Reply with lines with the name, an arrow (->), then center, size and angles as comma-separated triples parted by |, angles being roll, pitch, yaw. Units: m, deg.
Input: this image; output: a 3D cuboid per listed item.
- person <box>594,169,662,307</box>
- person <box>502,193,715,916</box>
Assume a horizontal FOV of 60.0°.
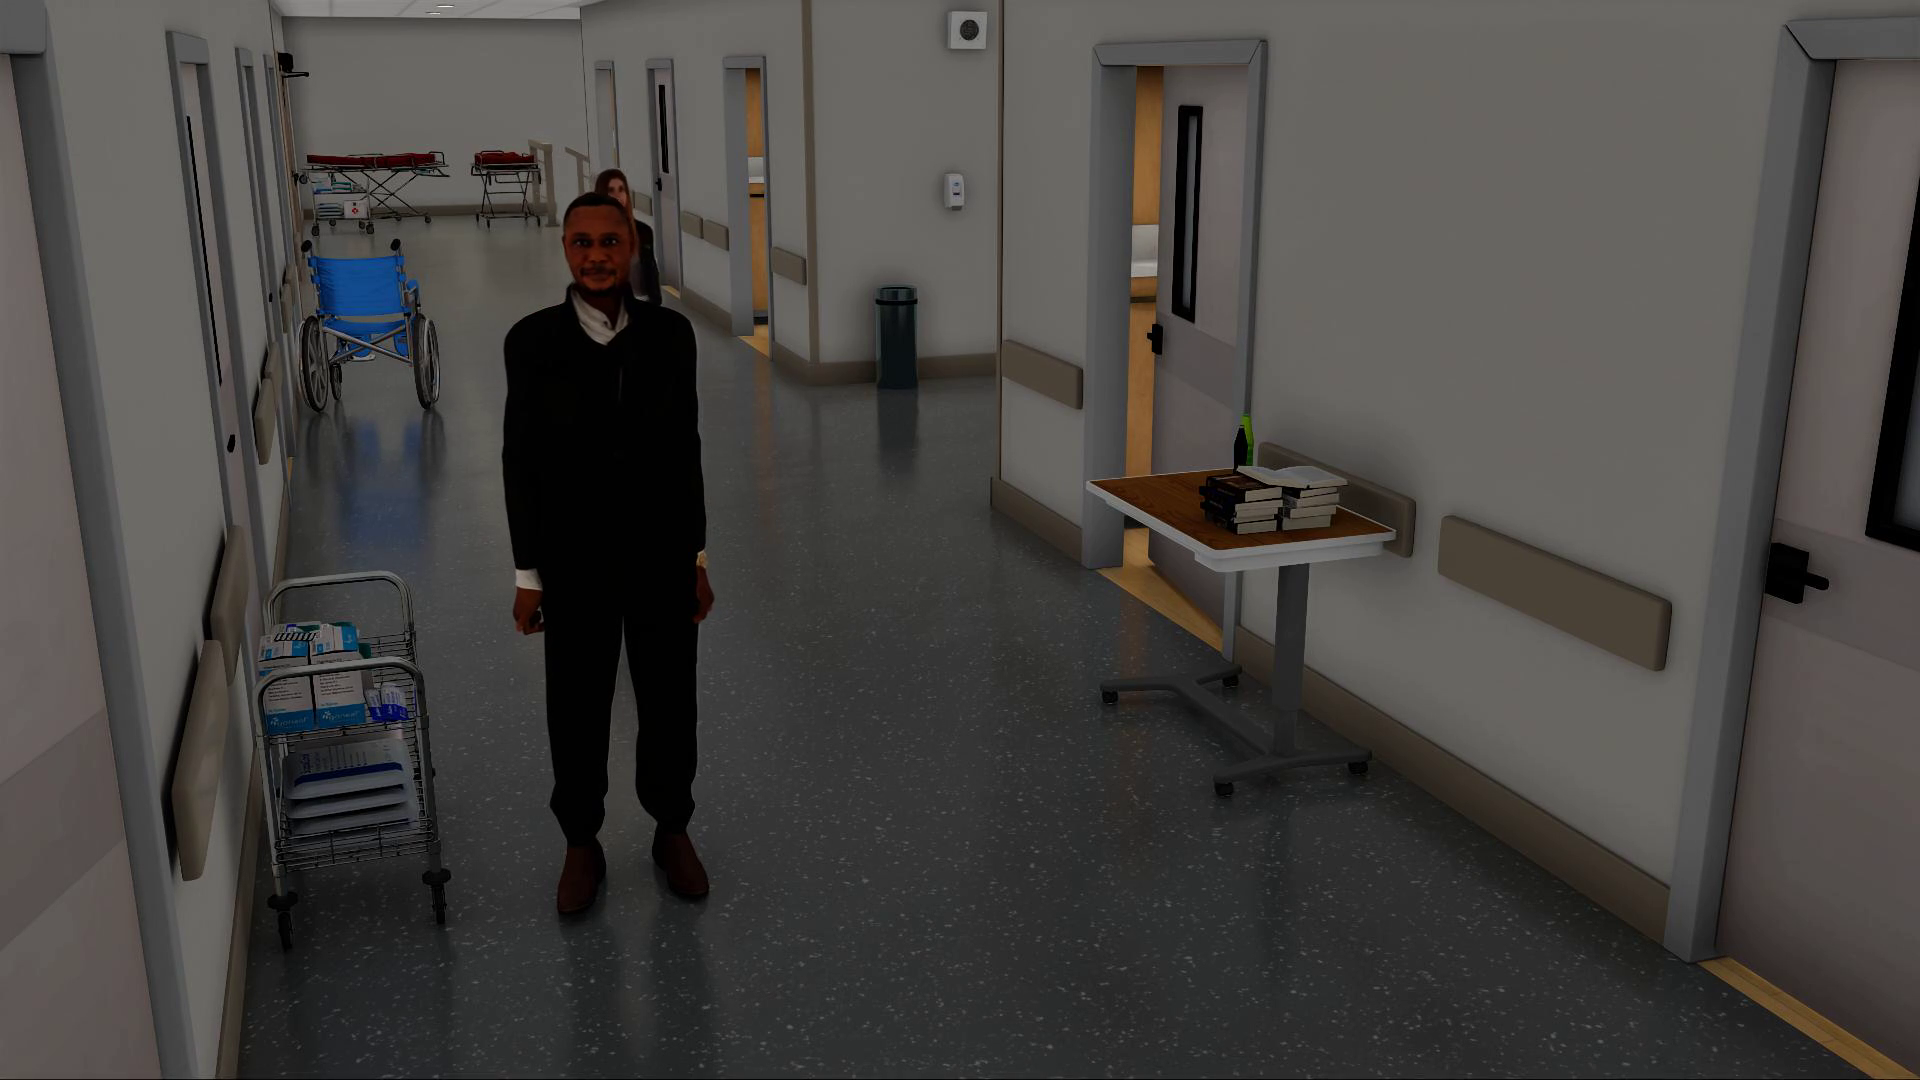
person -> -1.861, -1.170, 9.123 | 0.648, 1.690, 0.646 | -8, 18, -27
person -> -0.919, 0.041, 4.433 | 0.683, 1.905, 0.603 | -5, 16, -17
